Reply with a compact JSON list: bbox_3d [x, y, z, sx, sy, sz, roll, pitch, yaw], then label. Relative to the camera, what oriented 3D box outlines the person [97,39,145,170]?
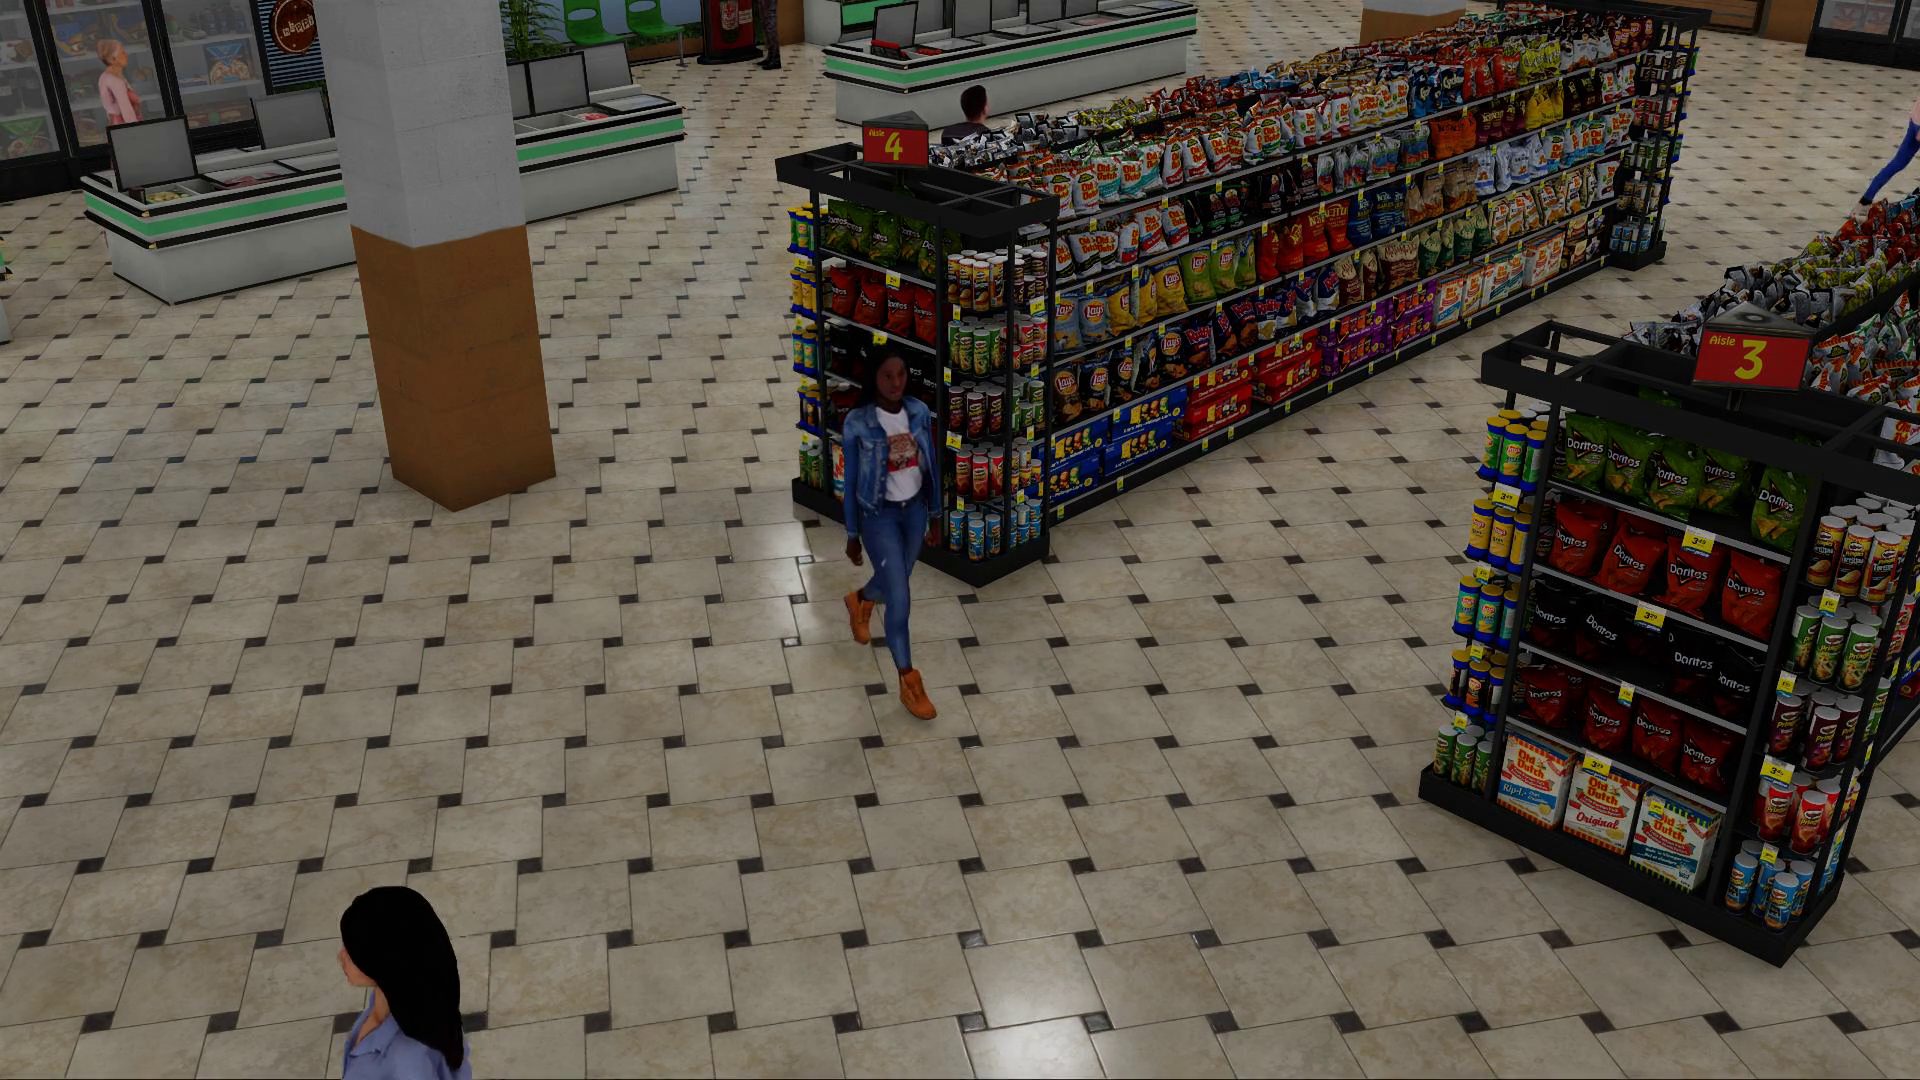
[{"bbox_3d":[-6.984,-3.334,13.950,0.583,1.691,0.610,-21,34,-36],"label":"person"}]

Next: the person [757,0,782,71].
[{"bbox_3d":[-2.384,-6.736,20.632,0.664,1.714,0.649,-8,28,-16],"label":"person"}]

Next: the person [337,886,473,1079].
[{"bbox_3d":[-1.228,1.585,4.242,1.257,1.698,1.057,-6,28,-12],"label":"person"}]

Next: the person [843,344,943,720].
[{"bbox_3d":[-0.349,-0.089,7.563,1.145,1.680,0.861,-16,31,-28],"label":"person"}]

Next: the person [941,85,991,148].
[{"bbox_3d":[0.105,-2.257,11.652,0.750,1.848,0.630,19,32,32],"label":"person"}]
